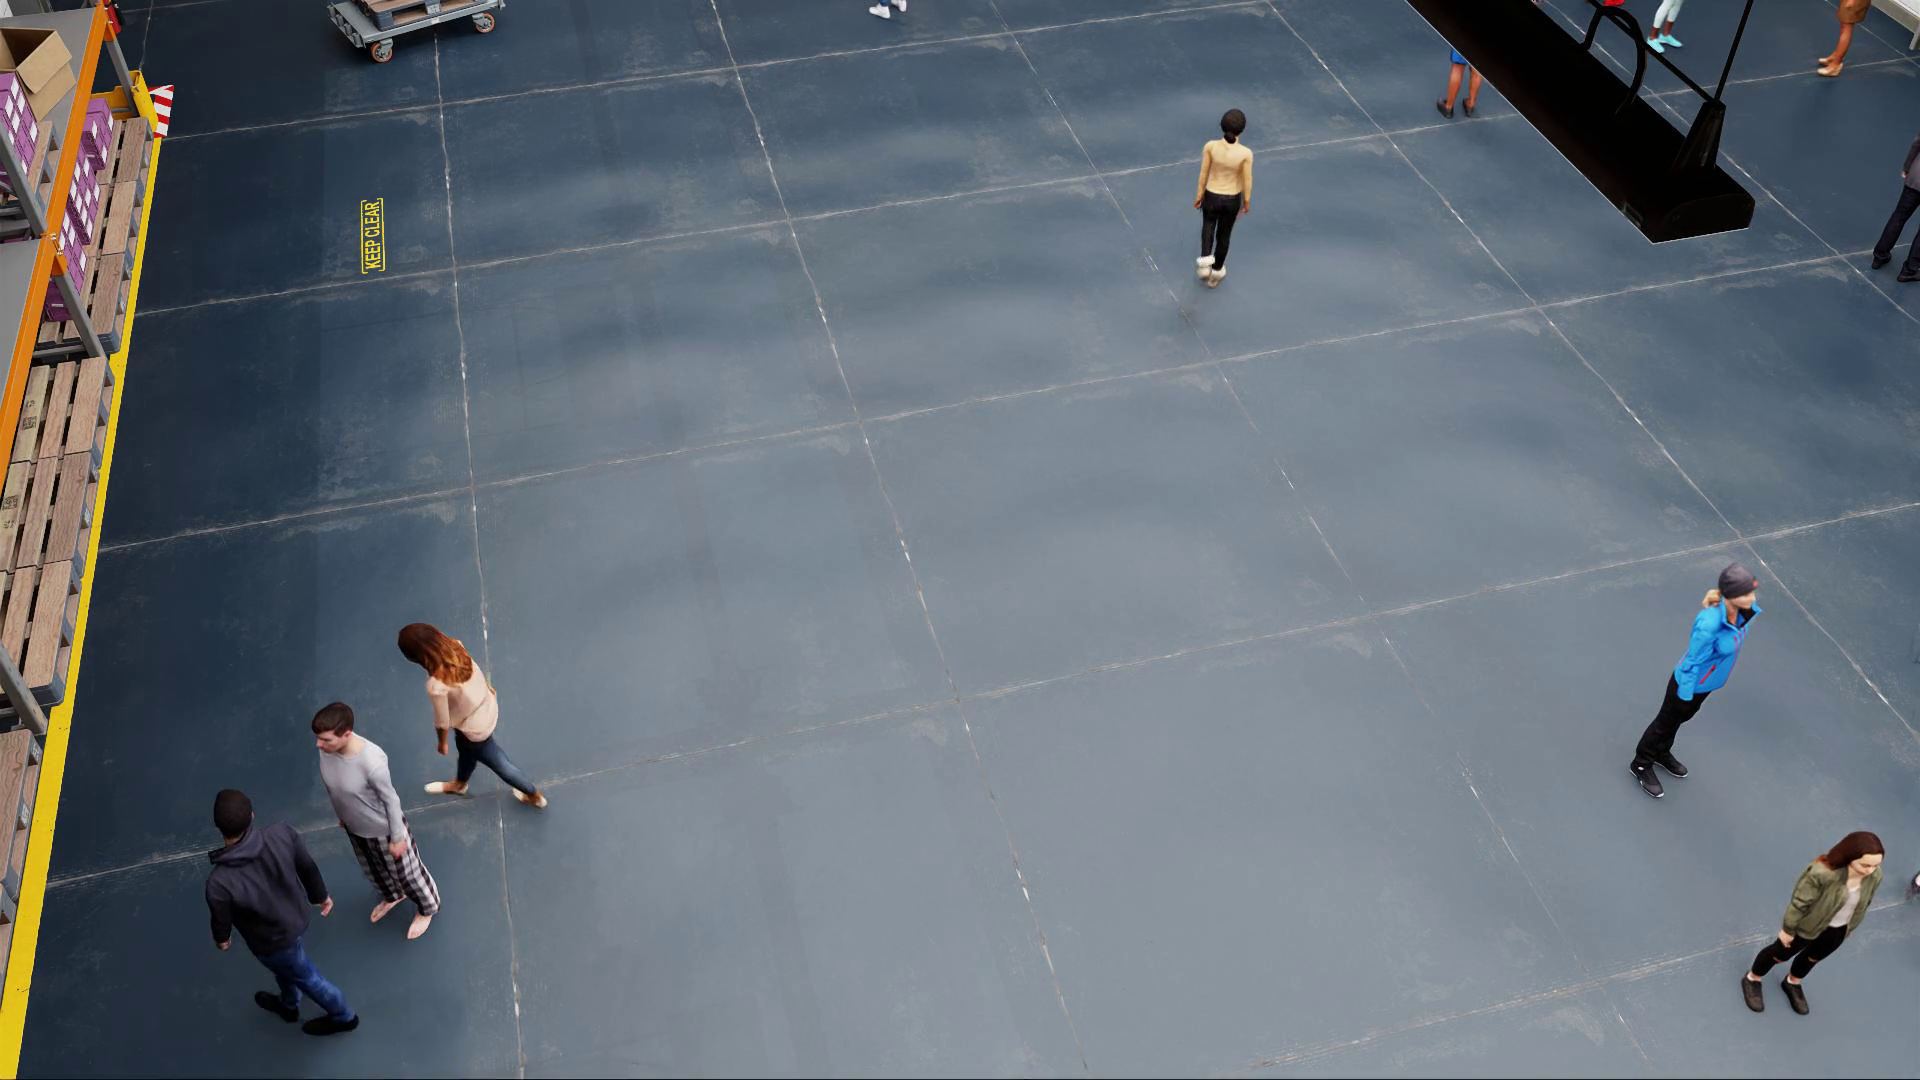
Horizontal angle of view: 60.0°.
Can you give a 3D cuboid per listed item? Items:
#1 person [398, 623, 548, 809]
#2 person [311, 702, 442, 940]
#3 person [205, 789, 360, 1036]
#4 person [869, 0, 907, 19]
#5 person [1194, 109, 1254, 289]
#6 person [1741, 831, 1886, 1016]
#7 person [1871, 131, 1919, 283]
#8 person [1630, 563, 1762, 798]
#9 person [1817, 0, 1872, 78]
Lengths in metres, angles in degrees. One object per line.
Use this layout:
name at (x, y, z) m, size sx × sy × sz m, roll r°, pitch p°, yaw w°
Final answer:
person at (-2.778, 1.089, 9.767) m, size 0.959 × 1.735 × 1.034 m, roll 8°, pitch 44°, yaw 8°
person at (-3.253, 1.537, 9.216) m, size 0.696 × 1.847 × 0.749 m, roll 20°, pitch 47°, yaw 20°
person at (-3.484, 2.021, 8.700) m, size 0.952 × 1.858 × 0.935 m, roll 9°, pitch 44°, yaw 9°
person at (-0.784, -6.458, 17.636) m, size 0.754 × 1.808 × 0.719 m, roll -30°, pitch 51°, yaw -28°
person at (2.175, -2.817, 13.929) m, size 0.731 × 1.650 × 0.773 m, roll 14°, pitch 45°, yaw 14°
person at (4.622, 2.040, 8.956) m, size 0.646 × 1.477 × 0.608 m, roll 1°, pitch 44°, yaw 1°
person at (8.222, -3.048, 14.032) m, size 0.853 × 1.842 × 0.674 m, roll -25°, pitch 49°, yaw -24°
person at (4.420, 0.829, 9.999) m, size 0.688 × 1.792 × 0.660 m, roll -28°, pitch 50°, yaw -26°
person at (9.013, -5.486, 16.703) m, size 0.708 × 1.688 × 0.631 m, roll 17°, pitch 46°, yaw 17°
